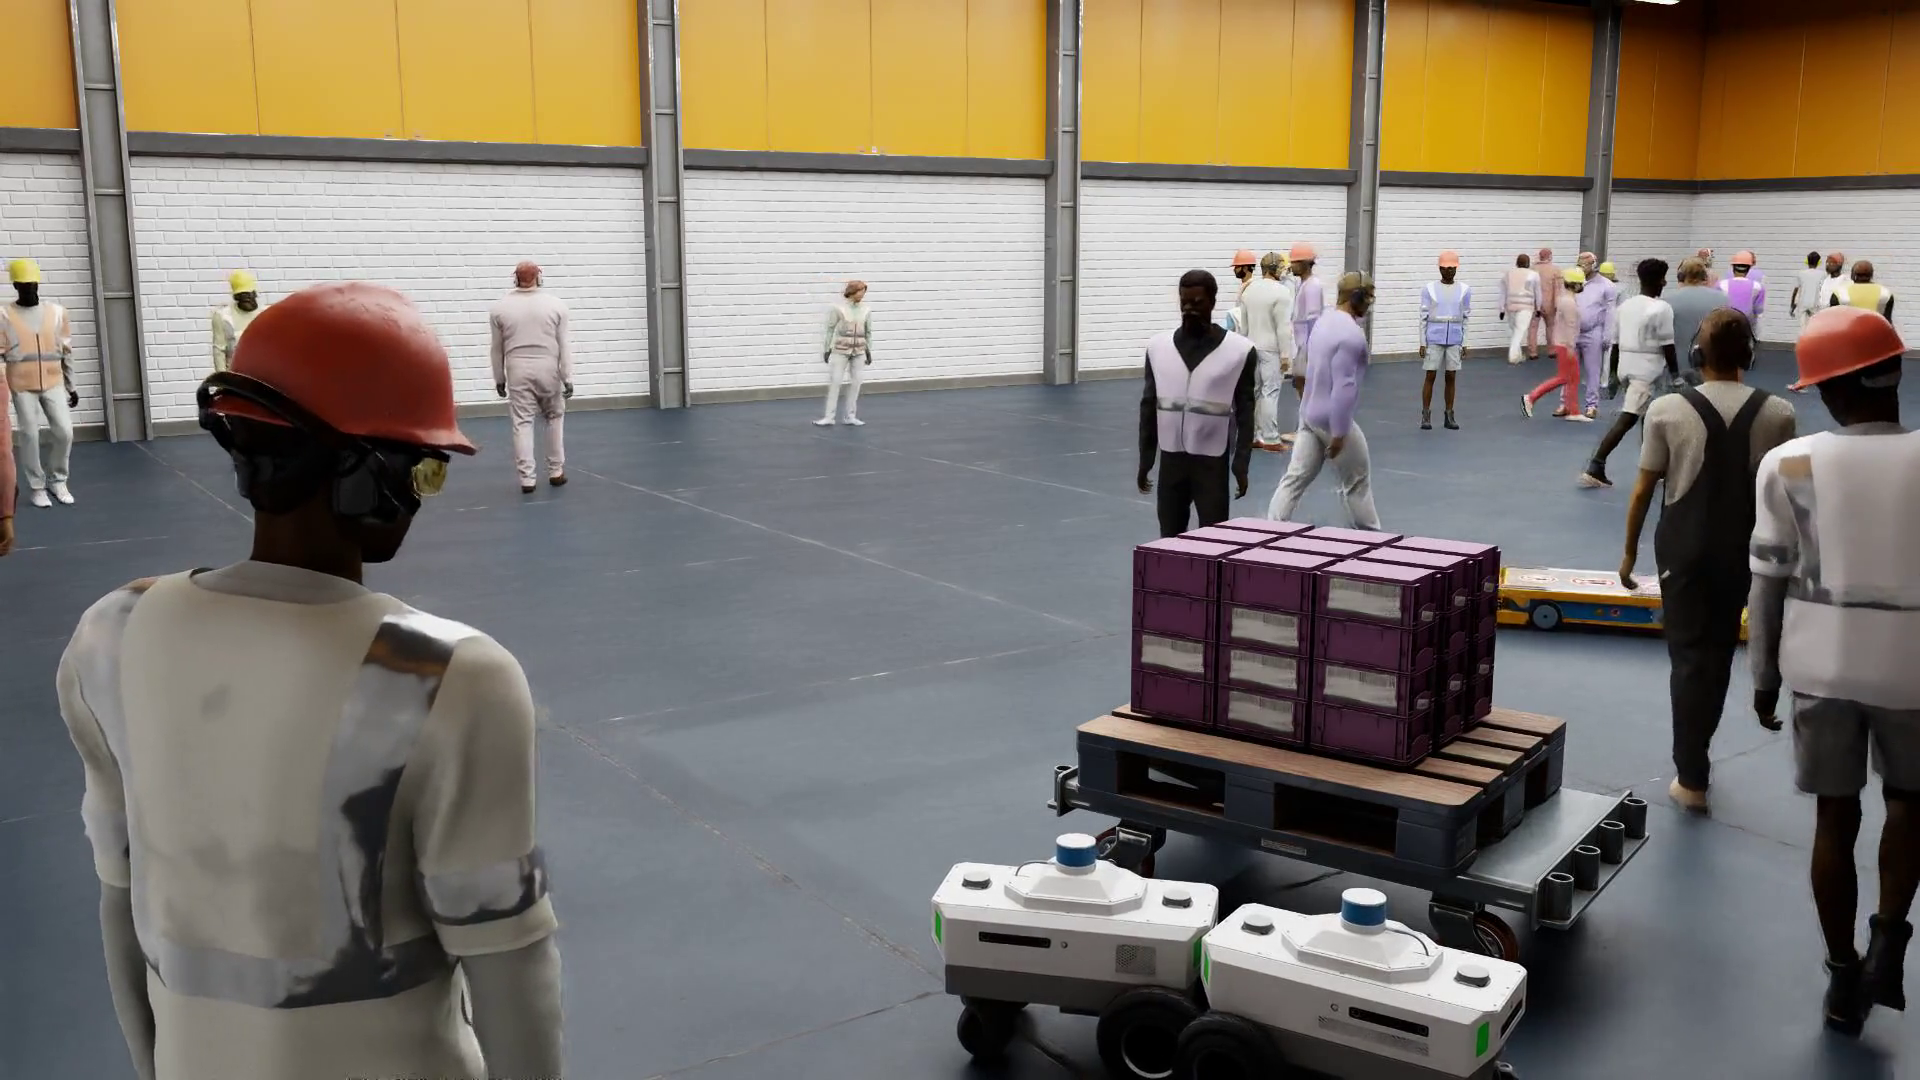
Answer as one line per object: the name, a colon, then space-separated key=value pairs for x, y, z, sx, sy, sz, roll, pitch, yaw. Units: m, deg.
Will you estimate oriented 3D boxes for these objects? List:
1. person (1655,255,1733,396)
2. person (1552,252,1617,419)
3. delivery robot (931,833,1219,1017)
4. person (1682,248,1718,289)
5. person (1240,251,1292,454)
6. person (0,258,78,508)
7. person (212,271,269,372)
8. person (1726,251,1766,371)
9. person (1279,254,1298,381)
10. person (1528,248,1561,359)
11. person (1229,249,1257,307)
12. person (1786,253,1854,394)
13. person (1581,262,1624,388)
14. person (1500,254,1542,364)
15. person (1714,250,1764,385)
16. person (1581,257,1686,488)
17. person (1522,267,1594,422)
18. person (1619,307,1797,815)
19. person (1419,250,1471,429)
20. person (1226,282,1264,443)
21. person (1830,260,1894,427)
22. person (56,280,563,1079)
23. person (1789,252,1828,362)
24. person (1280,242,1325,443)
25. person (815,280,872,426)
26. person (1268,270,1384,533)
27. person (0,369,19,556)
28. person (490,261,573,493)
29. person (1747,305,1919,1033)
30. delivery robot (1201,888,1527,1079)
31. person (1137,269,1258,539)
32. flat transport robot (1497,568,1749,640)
person: x=6.173 y=-1.447 z=14.128 sx=0.662 sy=1.920 sz=0.463 roll=2 pitch=10 yaw=10
person: x=7.157 y=-2.345 z=19.114 sx=0.648 sy=1.900 sz=0.401 roll=8 pitch=13 yaw=38
delivery robot: x=0.291 y=0.993 z=4.245 sx=0.707 sy=0.478 sz=0.477 roll=2 pitch=11 yaw=14
person: x=11.231 y=-3.458 z=25.197 sx=0.401 sy=1.906 sz=0.651 roll=-4 pitch=11 yaw=-19
person: x=2.949 y=-1.797 z=16.013 sx=0.379 sy=1.937 sz=0.629 roll=-6 pitch=12 yaw=-29
person: x=-7.060 y=-1.186 z=12.711 sx=0.503 sy=1.908 sz=0.622 roll=10 pitch=14 yaw=44
person: x=-6.324 y=-1.501 z=14.844 sx=0.633 sy=1.779 sz=0.949 roll=-6 pitch=12 yaw=-31
person: x=12.214 y=-3.561 z=25.915 sx=0.568 sy=1.849 sz=0.386 roll=6 pitch=12 yaw=31
person: x=4.698 y=-3.222 z=24.114 sx=0.404 sy=1.827 sz=0.600 roll=1 pitch=10 yaw=8
person: x=9.992 y=-4.028 z=28.390 sx=0.673 sy=1.872 sz=0.878 roll=9 pitch=13 yaw=39
person: x=3.148 y=-2.242 z=18.448 sx=0.374 sy=1.935 sz=0.552 roll=2 pitch=10 yaw=8
person: x=11.355 y=-2.824 z=21.848 sx=0.824 sy=1.853 sz=0.600 roll=-2 pitch=11 yaw=-13
person: x=8.937 y=-2.992 z=23.130 sx=0.484 sy=1.721 sz=0.711 roll=1 pitch=10 yaw=8
person: x=9.176 y=-3.783 z=27.305 sx=0.612 sy=1.801 sz=0.956 roll=10 pitch=14 yaw=42
person: x=8.997 y=-2.395 z=19.341 sx=0.587 sy=1.909 sz=0.729 roll=3 pitch=11 yaw=17
person: x=5.634 y=-1.386 z=13.833 sx=1.050 sy=1.920 sz=0.598 roll=-2 pitch=11 yaw=-11
person: x=6.769 y=-2.192 z=18.695 sx=0.725 sy=1.741 sz=0.534 roll=3 pitch=11 yaw=18
person: x=2.752 y=0.049 z=6.217 sx=0.533 sy=1.812 sz=0.865 roll=2 pitch=11 yaw=10
person: x=5.235 y=-2.156 z=17.977 sx=0.545 sy=1.938 sz=0.355 roll=0 pitch=10 yaw=1
person: x=2.915 y=-1.769 z=16.694 sx=0.518 sy=1.631 sz=0.337 roll=0 pitch=10 yaw=-1
person: x=9.752 y=-2.119 z=18.070 sx=0.629 sy=1.831 sz=0.532 roll=3 pitch=11 yaw=15
person: x=-0.765 y=0.700 z=2.089 sx=0.625 sy=2.026 sz=0.408 roll=3 pitch=11 yaw=16
person: x=14.177 y=-3.890 z=27.810 sx=0.547 sy=1.823 sz=0.910 roll=4 pitch=11 yaw=22
person: x=3.559 y=-1.984 z=16.786 sx=0.634 sy=2.021 sz=0.641 roll=2 pitch=10 yaw=9
person: x=-1.273 y=-2.040 z=18.259 sx=0.670 sy=1.607 sz=0.319 roll=-6 pitch=12 yaw=-29
person: x=2.325 y=-0.706 z=10.222 sx=1.052 sy=1.874 sz=0.652 roll=-2 pitch=11 yaw=-13
person: x=-4.261 y=-0.148 z=6.922 sx=0.605 sy=1.958 sz=0.996 roll=-8 pitch=13 yaw=-37
person: x=-3.511 y=-1.351 z=13.722 sx=0.673 sy=1.874 sz=0.798 roll=-1 pitch=10 yaw=-6
person: x=2.350 y=0.345 z=4.360 sx=0.562 sy=1.900 sz=0.418 roll=6 pitch=12 yaw=30
delivery robot: x=0.937 y=1.058 z=3.889 sx=0.707 sy=0.478 sz=0.477 roll=7 pitch=12 yaw=32
person: x=1.200 y=-0.415 z=8.487 sx=0.595 sy=1.918 sz=0.372 roll=5 pitch=11 yaw=24
flat transport robot: x=3.496 y=0.323 z=8.957 sx=1.431 sy=0.197 sz=0.652 roll=4 pitch=11 yaw=19
